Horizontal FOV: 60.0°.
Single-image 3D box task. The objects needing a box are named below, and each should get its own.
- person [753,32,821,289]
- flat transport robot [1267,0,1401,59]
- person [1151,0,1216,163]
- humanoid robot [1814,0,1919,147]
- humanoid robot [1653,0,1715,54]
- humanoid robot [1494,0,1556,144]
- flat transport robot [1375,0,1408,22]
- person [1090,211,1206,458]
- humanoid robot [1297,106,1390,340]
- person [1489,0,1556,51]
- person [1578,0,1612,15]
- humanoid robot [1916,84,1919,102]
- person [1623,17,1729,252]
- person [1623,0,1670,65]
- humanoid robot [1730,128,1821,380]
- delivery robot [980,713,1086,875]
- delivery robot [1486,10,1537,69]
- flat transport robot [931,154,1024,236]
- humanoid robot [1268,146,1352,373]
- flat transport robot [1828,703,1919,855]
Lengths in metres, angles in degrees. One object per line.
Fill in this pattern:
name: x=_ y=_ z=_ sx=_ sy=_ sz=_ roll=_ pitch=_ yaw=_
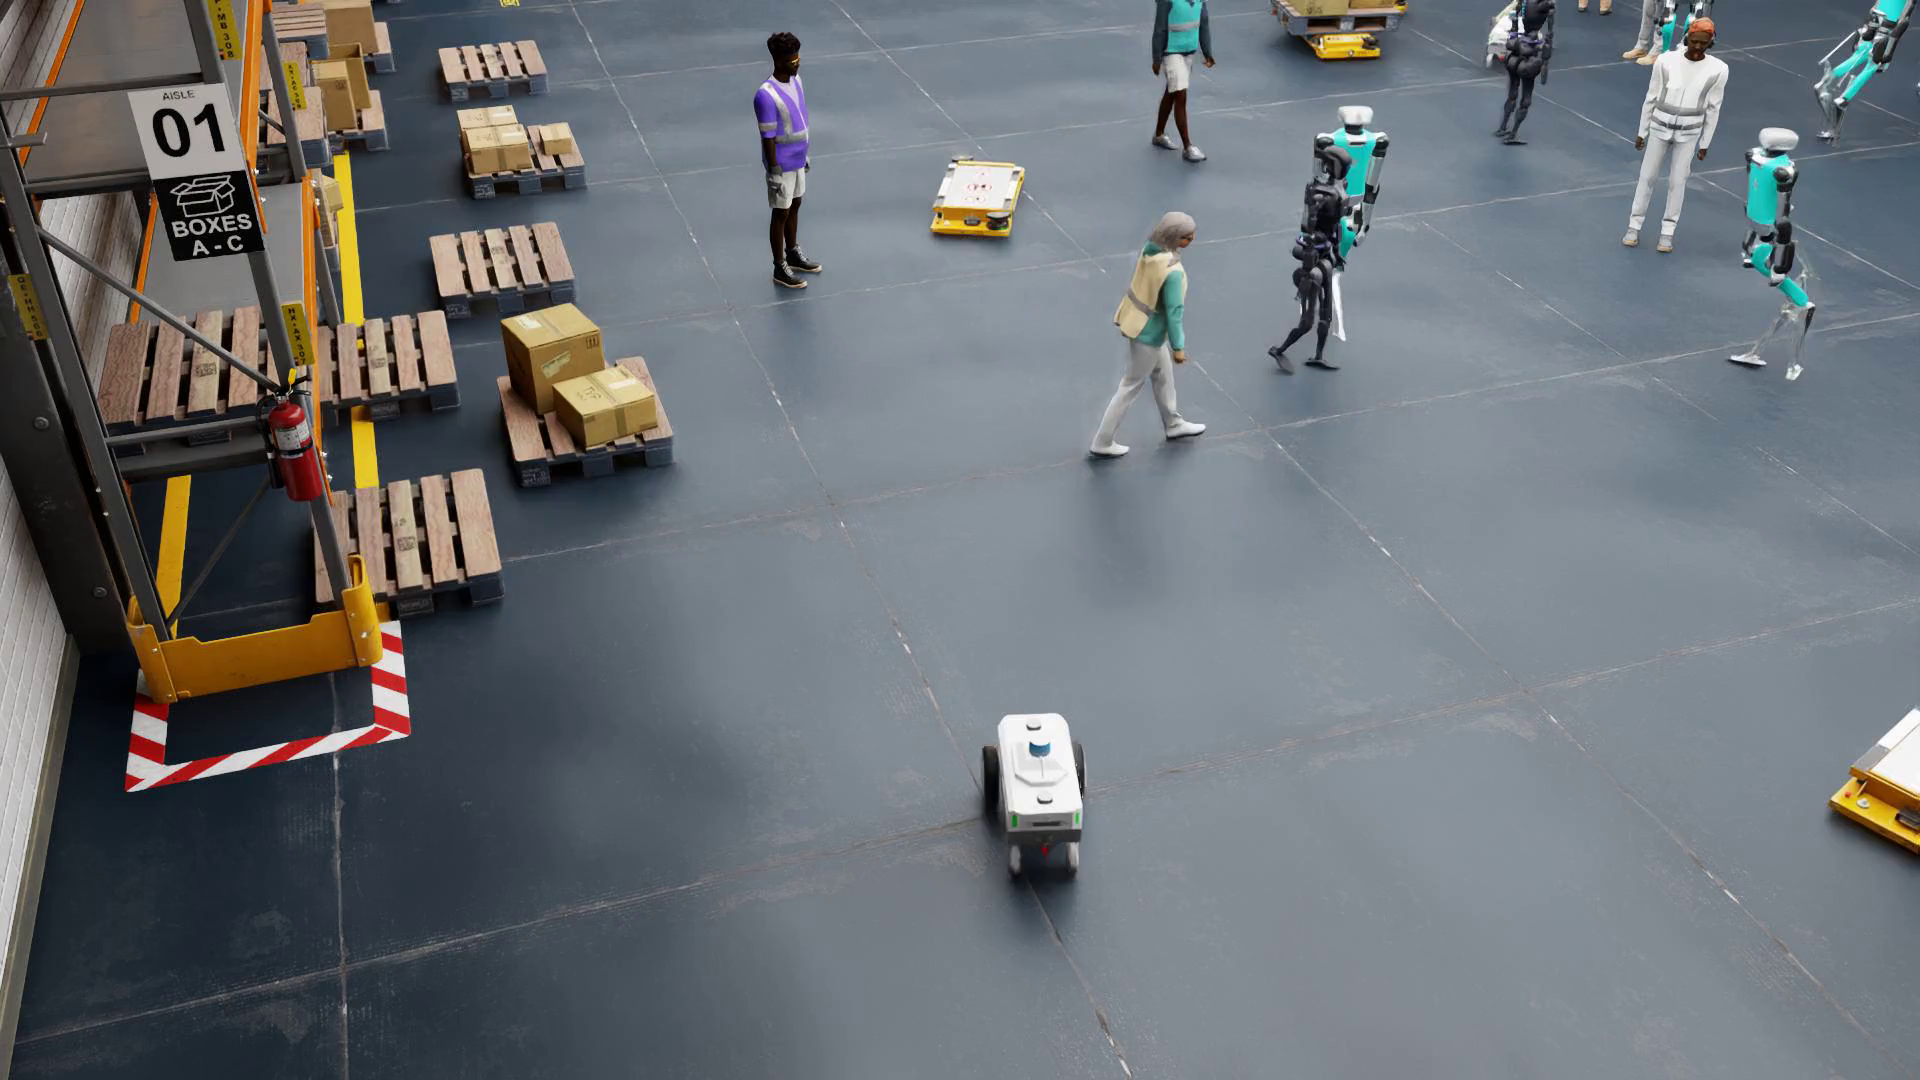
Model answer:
person: x=-1.328 y=-2.928 z=12.799 sx=0.367 sy=1.964 sz=0.606 roll=11 pitch=35 yaw=16
flat transport robot: x=4.138 y=-5.678 z=18.567 sx=0.659 sy=0.231 sz=1.431 roll=-4 pitch=33 yaw=-6
person: x=2.092 y=-4.416 z=15.130 sx=0.589 sy=1.907 sz=0.904 roll=-25 pitch=41 yaw=-33
humanoid robot: x=8.377 y=-4.523 z=15.561 sx=0.798 sy=1.882 sz=0.536 roll=-3 pitch=33 yaw=-4
humanoid robot: x=7.141 y=-5.200 z=16.489 sx=0.544 sy=1.759 sz=0.921 roll=10 pitch=35 yaw=16
humanoid robot: x=5.296 y=-4.539 z=15.535 sx=0.316 sy=1.645 sz=0.614 roll=-11 pitch=35 yaw=-17
flat transport robot: x=4.486 y=-6.350 z=19.598 sx=1.431 sy=0.231 sz=0.659 roll=17 pitch=37 yaw=24
person: x=1.242 y=-1.295 z=10.556 sx=0.889 sy=1.664 sz=0.494 roll=-6 pitch=34 yaw=-9
humanoid robot: x=2.690 y=-2.377 z=12.179 sx=0.533 sy=1.797 sz=0.817 roll=-4 pitch=33 yaw=-6
person: x=6.247 y=-6.277 z=18.078 sx=0.736 sy=1.816 sz=0.614 roll=17 pitch=37 yaw=24
person: x=7.505 y=-6.949 z=19.235 sx=0.471 sy=1.669 sz=0.391 roll=19 pitch=38 yaw=26
humanoid robot: x=9.351 y=-4.567 z=15.559 sx=0.543 sy=1.839 sz=0.670 roll=-10 pitch=34 yaw=-15
person: x=5.754 y=-3.258 z=13.385 sx=0.573 sy=1.880 sz=0.361 roll=15 pitch=36 yaw=22
person: x=7.399 y=-5.985 z=17.586 sx=0.377 sy=1.867 sz=0.452 roll=-14 pitch=36 yaw=-21
humanoid robot: x=5.771 y=-1.977 z=11.571 sx=0.860 sy=1.797 sz=0.585 roll=-3 pitch=33 yaw=-5
delivery robot: x=0.367 y=1.155 z=7.834 sx=0.499 sy=0.604 sz=0.808 roll=-2 pitch=33 yaw=-3
delivery robot: x=5.903 y=-5.374 z=17.842 sx=0.499 sy=0.599 sz=0.784 roll=15 pitch=36 yaw=21
flat transport robot: x=0.170 y=-2.994 z=14.450 sx=0.659 sy=0.231 sz=1.431 roll=4 pitch=33 yaw=6
humanoid robot: x=2.488 y=-1.951 z=11.561 sx=0.517 sy=1.642 sz=0.612 roll=20 pitch=38 yaw=27
flat transport robot: x=4.932 y=1.107 z=8.160 sx=1.431 sy=0.231 sz=0.659 roll=-25 pitch=41 yaw=-33
